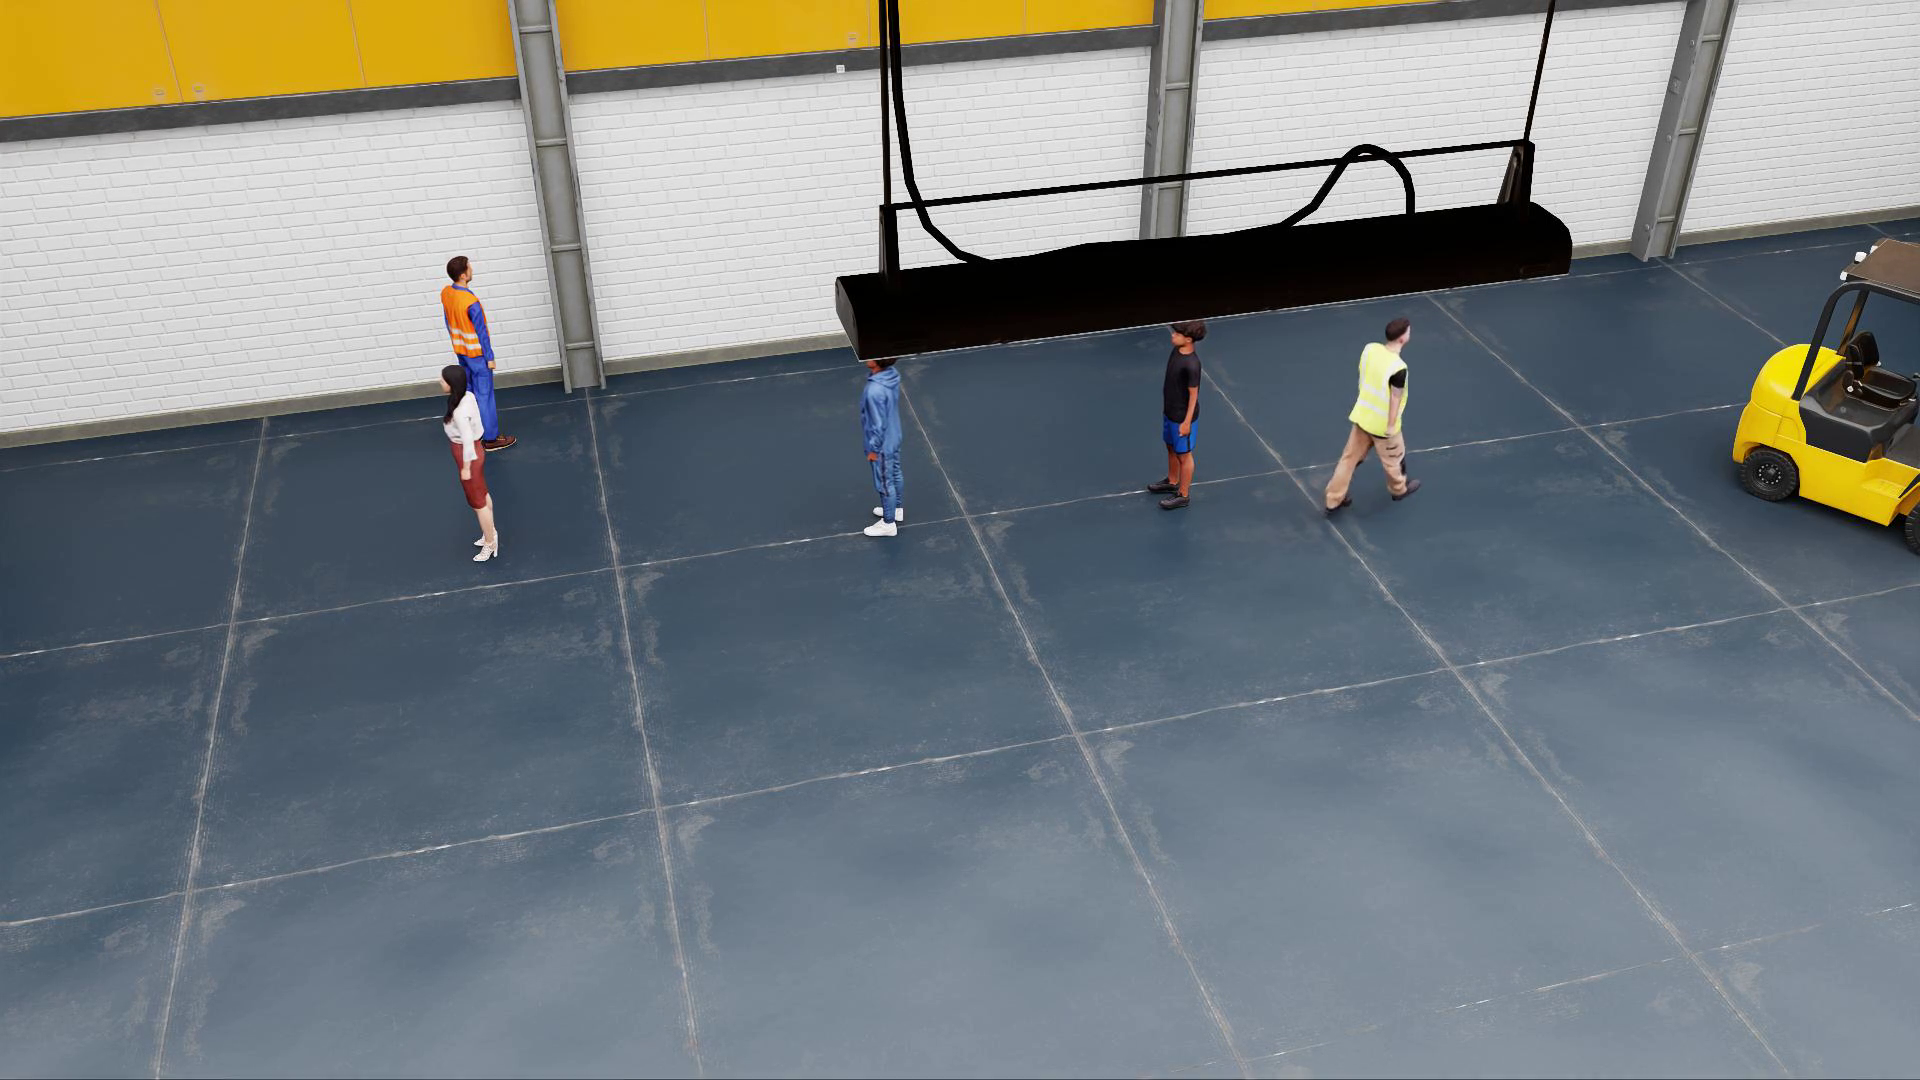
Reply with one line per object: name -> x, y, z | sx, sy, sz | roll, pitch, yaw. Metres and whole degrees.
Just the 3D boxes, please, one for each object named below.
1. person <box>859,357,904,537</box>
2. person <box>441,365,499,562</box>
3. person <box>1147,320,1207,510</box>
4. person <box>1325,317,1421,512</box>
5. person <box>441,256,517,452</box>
person -> -0.638, -0.869, 13.756 | 0.743, 1.809, 0.755 | 8, 34, 12
person -> -3.960, -0.629, 13.447 | 0.530, 1.751, 0.612 | -5, 34, -8
person -> 1.879, -1.106, 14.123 | 0.539, 1.797, 0.603 | -9, 35, -13
person -> 3.448, -1.004, 13.969 | 1.264, 1.798, 0.938 | -19, 38, -26
person -> -4.375, -1.686, 14.935 | 0.797, 1.863, 0.817 | 25, 41, 32
